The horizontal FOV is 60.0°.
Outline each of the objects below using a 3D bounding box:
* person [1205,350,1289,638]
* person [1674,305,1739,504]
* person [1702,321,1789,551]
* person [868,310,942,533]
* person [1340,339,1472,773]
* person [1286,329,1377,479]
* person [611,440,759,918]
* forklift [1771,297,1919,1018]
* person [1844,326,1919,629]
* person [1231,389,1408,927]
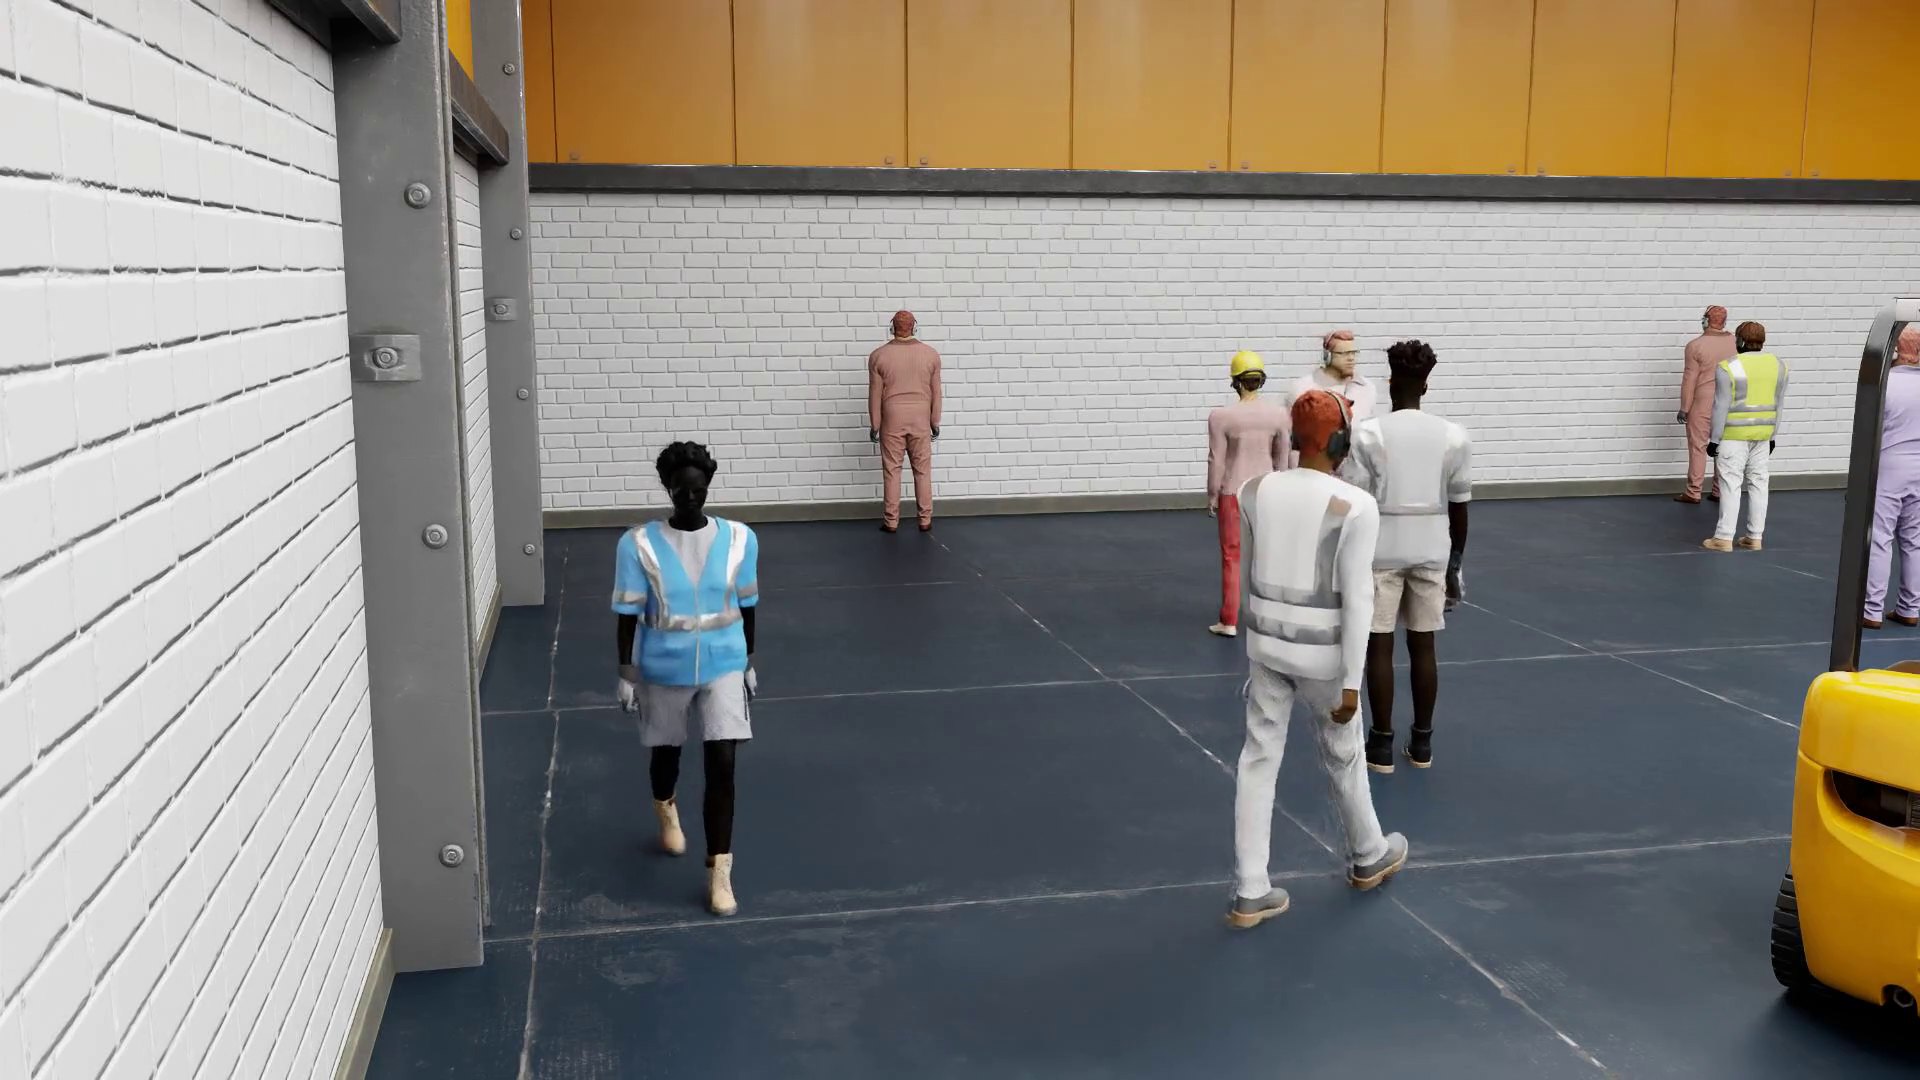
[{"bbox_3d":[1.754,-0.277,10.202,0.526,1.768,0.313,-2,10,-12],"label":"person"},{"bbox_3d":[7.183,-1.294,15.972,0.643,1.909,0.410,-2,10,-12],"label":"person"},{"bbox_3d":[6.259,-0.824,13.309,0.627,1.844,0.429,-2,10,-12],"label":"person"},{"bbox_3d":[-0.475,-1.007,14.223,0.643,1.908,0.410,-2,10,-12],"label":"person"},{"bbox_3d":[1.986,0.082,7.520,0.656,1.943,0.459,-1,9,-5],"label":"person"},{"bbox_3d":[2.353,-0.400,10.578,0.650,1.886,0.657,-3,10,-19],"label":"person"},{"bbox_3d":[-0.999,0.450,6.077,0.538,1.665,0.822,-3,10,-16],"label":"person"},{"bbox_3d":[3.542,0.334,5.177,2.313,2.155,1.214,-9,13,-43],"label":"forklift"},{"bbox_3d":[5.861,-0.388,10.449,0.643,1.908,0.411,-2,10,-12],"label":"person"},{"bbox_3d":[1.262,0.389,5.886,0.599,1.840,0.935,8,13,42],"label":"person"}]
